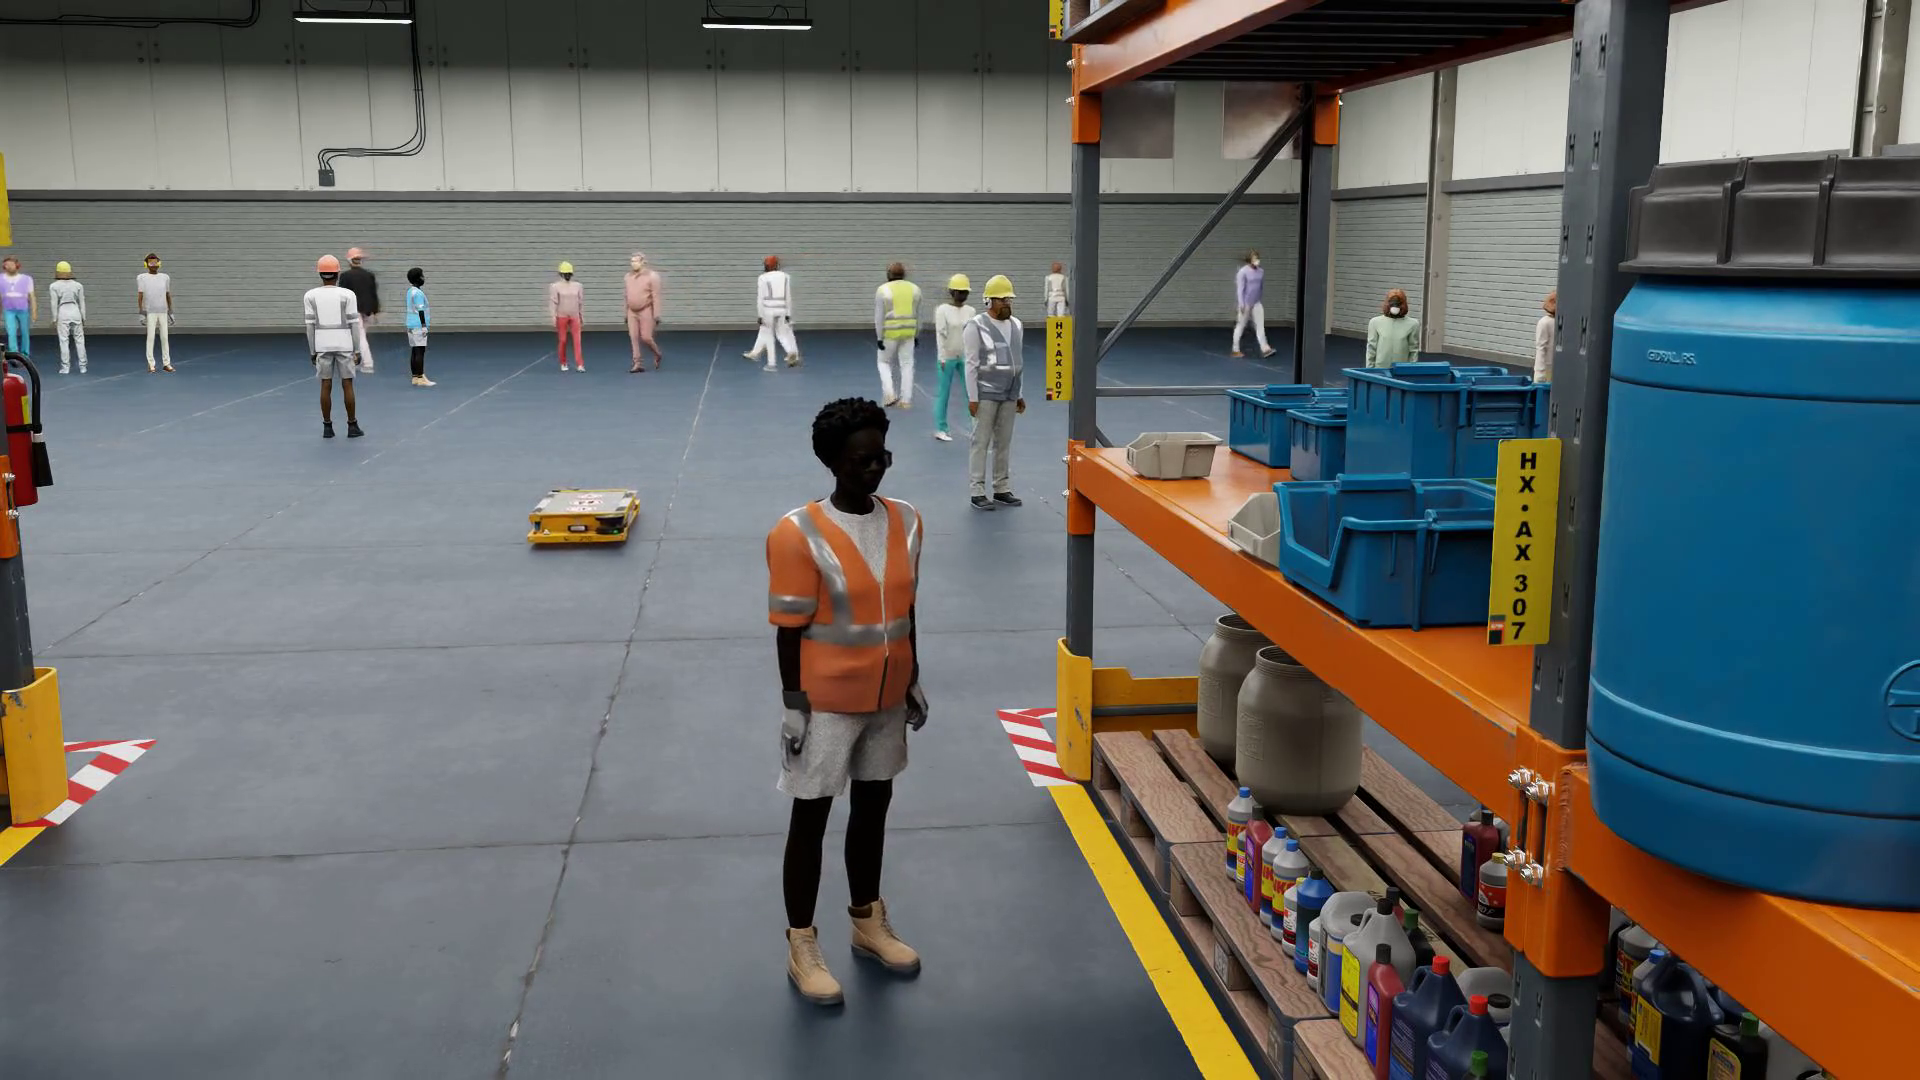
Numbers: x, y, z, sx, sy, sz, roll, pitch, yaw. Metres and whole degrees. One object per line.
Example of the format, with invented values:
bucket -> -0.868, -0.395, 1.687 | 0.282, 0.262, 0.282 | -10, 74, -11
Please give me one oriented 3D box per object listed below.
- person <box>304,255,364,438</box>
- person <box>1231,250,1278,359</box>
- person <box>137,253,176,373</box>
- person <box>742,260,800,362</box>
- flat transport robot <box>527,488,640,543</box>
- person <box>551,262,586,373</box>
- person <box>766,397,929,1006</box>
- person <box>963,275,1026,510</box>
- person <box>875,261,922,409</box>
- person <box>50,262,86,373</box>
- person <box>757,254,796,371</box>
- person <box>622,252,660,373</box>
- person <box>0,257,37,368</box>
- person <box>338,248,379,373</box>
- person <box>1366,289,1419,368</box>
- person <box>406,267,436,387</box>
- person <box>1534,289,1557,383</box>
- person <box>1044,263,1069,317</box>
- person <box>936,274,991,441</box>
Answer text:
person -> -6.645, -2.049, 17.676 | 0.545, 1.942, 0.352 | -2, 10, -9
person -> 5.151, -4.130, 29.235 | 0.666, 1.882, 1.004 | -7, 12, -33
person -> -12.678, -3.578, 26.254 | 0.316, 1.870, 0.532 | 10, 14, 44
person -> -3.209, -3.936, 28.488 | 1.008, 1.784, 0.621 | -6, 12, -29
flat transport robot -> -2.711, -0.191, 12.076 | 0.652, 0.197, 1.431 | -1, 10, -6
person -> -6.200, -3.524, 26.329 | 0.546, 1.732, 0.746 | -6, 12, -28
person -> -0.307, 0.439, 4.706 | 0.536, 1.696, 0.321 | -10, 14, -42
person -> 0.293, -1.161, 13.104 | 0.591, 1.834, 0.404 | -9, 14, -41
person -> -0.772, -2.520, 20.598 | 0.646, 1.829, 0.464 | -5, 11, -24
person -> -13.997, -3.486, 26.101 | 0.526, 1.742, 0.310 | -10, 14, -44
person -> -2.915, -3.603, 26.410 | 0.575, 1.868, 0.566 | -8, 13, -38
person -> -5.022, -3.584, 26.235 | 0.665, 1.888, 0.497 | 4, 11, 22
person -> -15.486, -3.731, 27.288 | 0.588, 1.790, 0.955 | -5, 11, -24
person -> -9.589, -3.629, 26.330 | 1.008, 1.942, 0.614 | 7, 13, 35
person -> 4.209, -1.628, 16.217 | 0.498, 1.633, 0.283 | 2, 10, 9
person -> -7.735, -3.040, 23.774 | 0.318, 1.700, 0.535 | -7, 12, -33
person -> 5.793, -1.640, 16.310 | 0.501, 1.623, 0.294 | -8, 13, -38
person -> 2.021, -4.988, 34.753 | 0.530, 1.592, 0.842 | 0, 10, 1
person -> 0.014, -1.858, 17.197 | 0.537, 1.739, 0.808 | -6, 12, -31
